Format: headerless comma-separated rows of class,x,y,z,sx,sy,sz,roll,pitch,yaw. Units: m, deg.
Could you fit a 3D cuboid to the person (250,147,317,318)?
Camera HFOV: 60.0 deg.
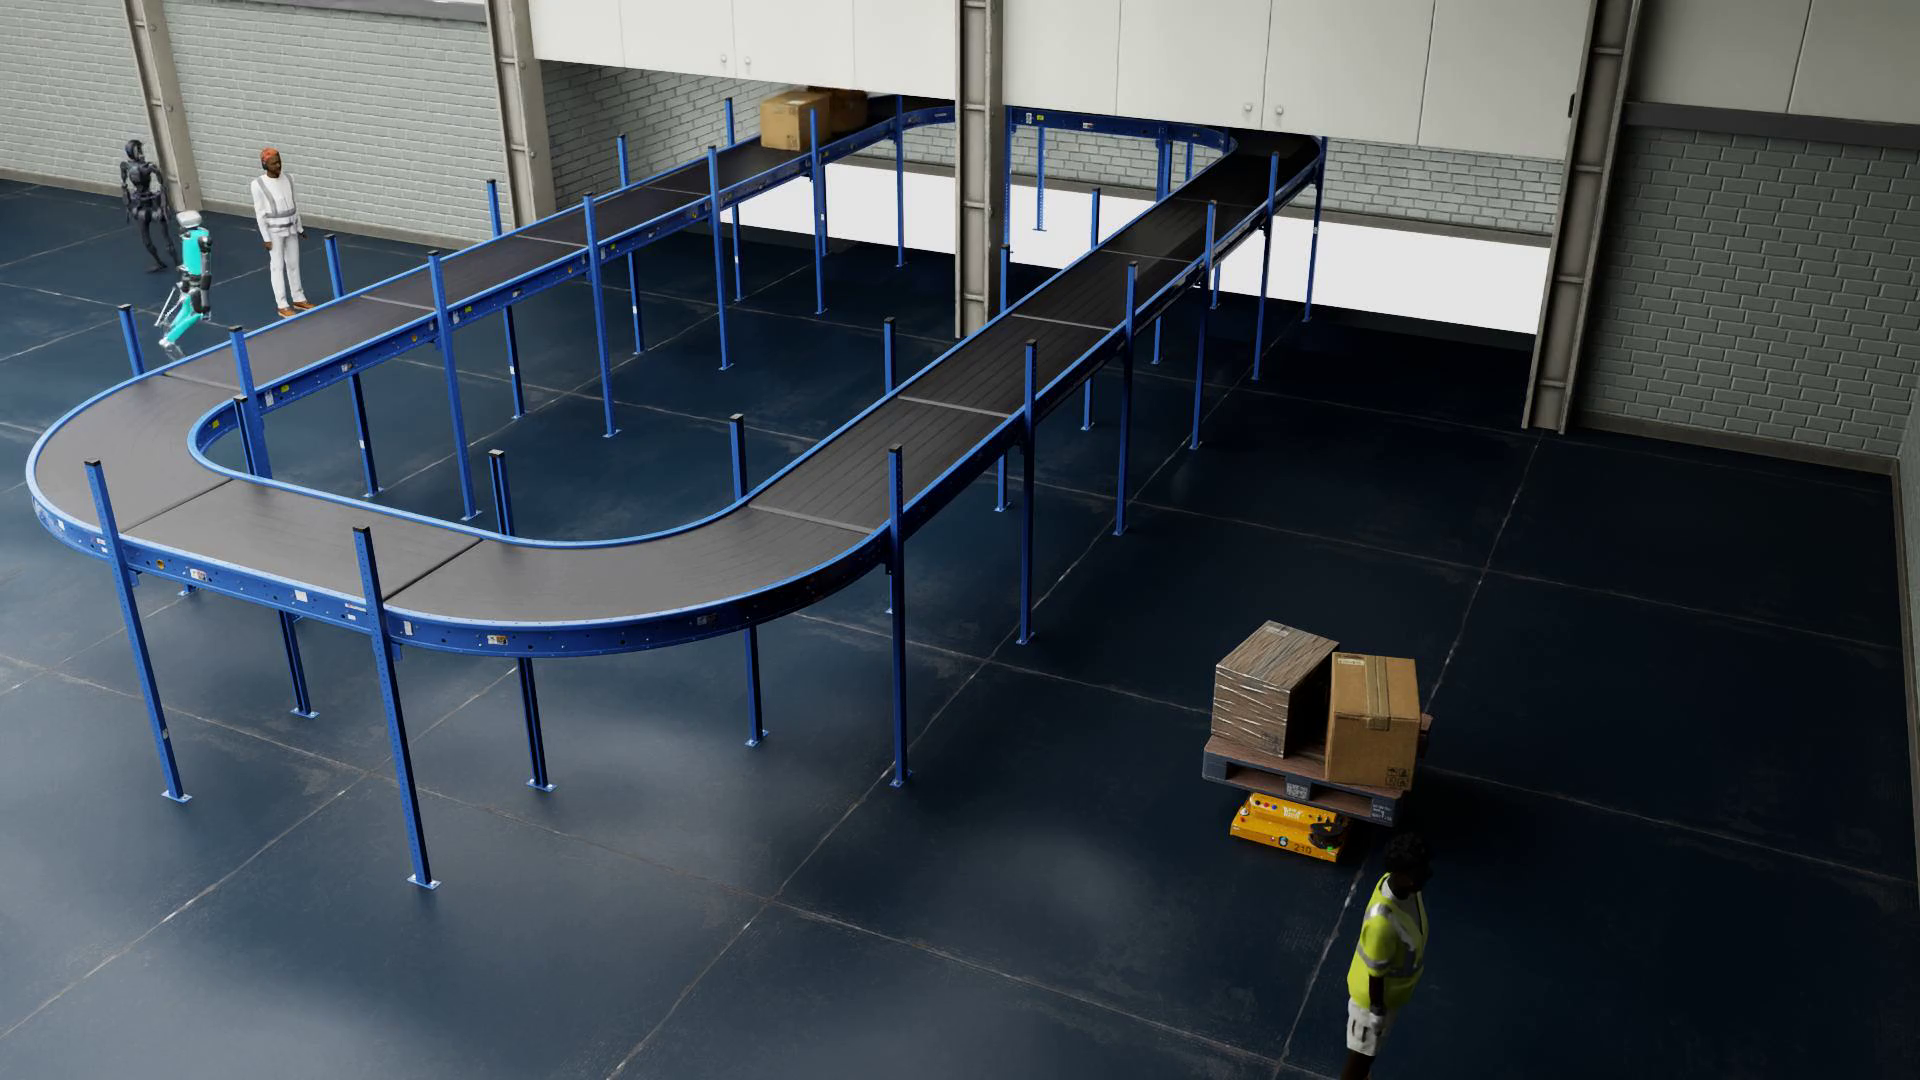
person,-7.569,-3.436,18.586,0.355,1.883,0.572,12,29,23

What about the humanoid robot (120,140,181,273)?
humanoid robot,-9.714,-3.999,19.952,0.600,1.633,0.386,4,27,8

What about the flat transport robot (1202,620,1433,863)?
flat transport robot,2.245,1.493,10.468,0.659,0.231,1.431,12,29,23

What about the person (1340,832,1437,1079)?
person,1.967,2.065,7.708,0.321,1.694,0.529,12,29,23

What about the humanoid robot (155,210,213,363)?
humanoid robot,-7.771,-2.335,16.534,0.589,1.788,0.814,24,35,39
